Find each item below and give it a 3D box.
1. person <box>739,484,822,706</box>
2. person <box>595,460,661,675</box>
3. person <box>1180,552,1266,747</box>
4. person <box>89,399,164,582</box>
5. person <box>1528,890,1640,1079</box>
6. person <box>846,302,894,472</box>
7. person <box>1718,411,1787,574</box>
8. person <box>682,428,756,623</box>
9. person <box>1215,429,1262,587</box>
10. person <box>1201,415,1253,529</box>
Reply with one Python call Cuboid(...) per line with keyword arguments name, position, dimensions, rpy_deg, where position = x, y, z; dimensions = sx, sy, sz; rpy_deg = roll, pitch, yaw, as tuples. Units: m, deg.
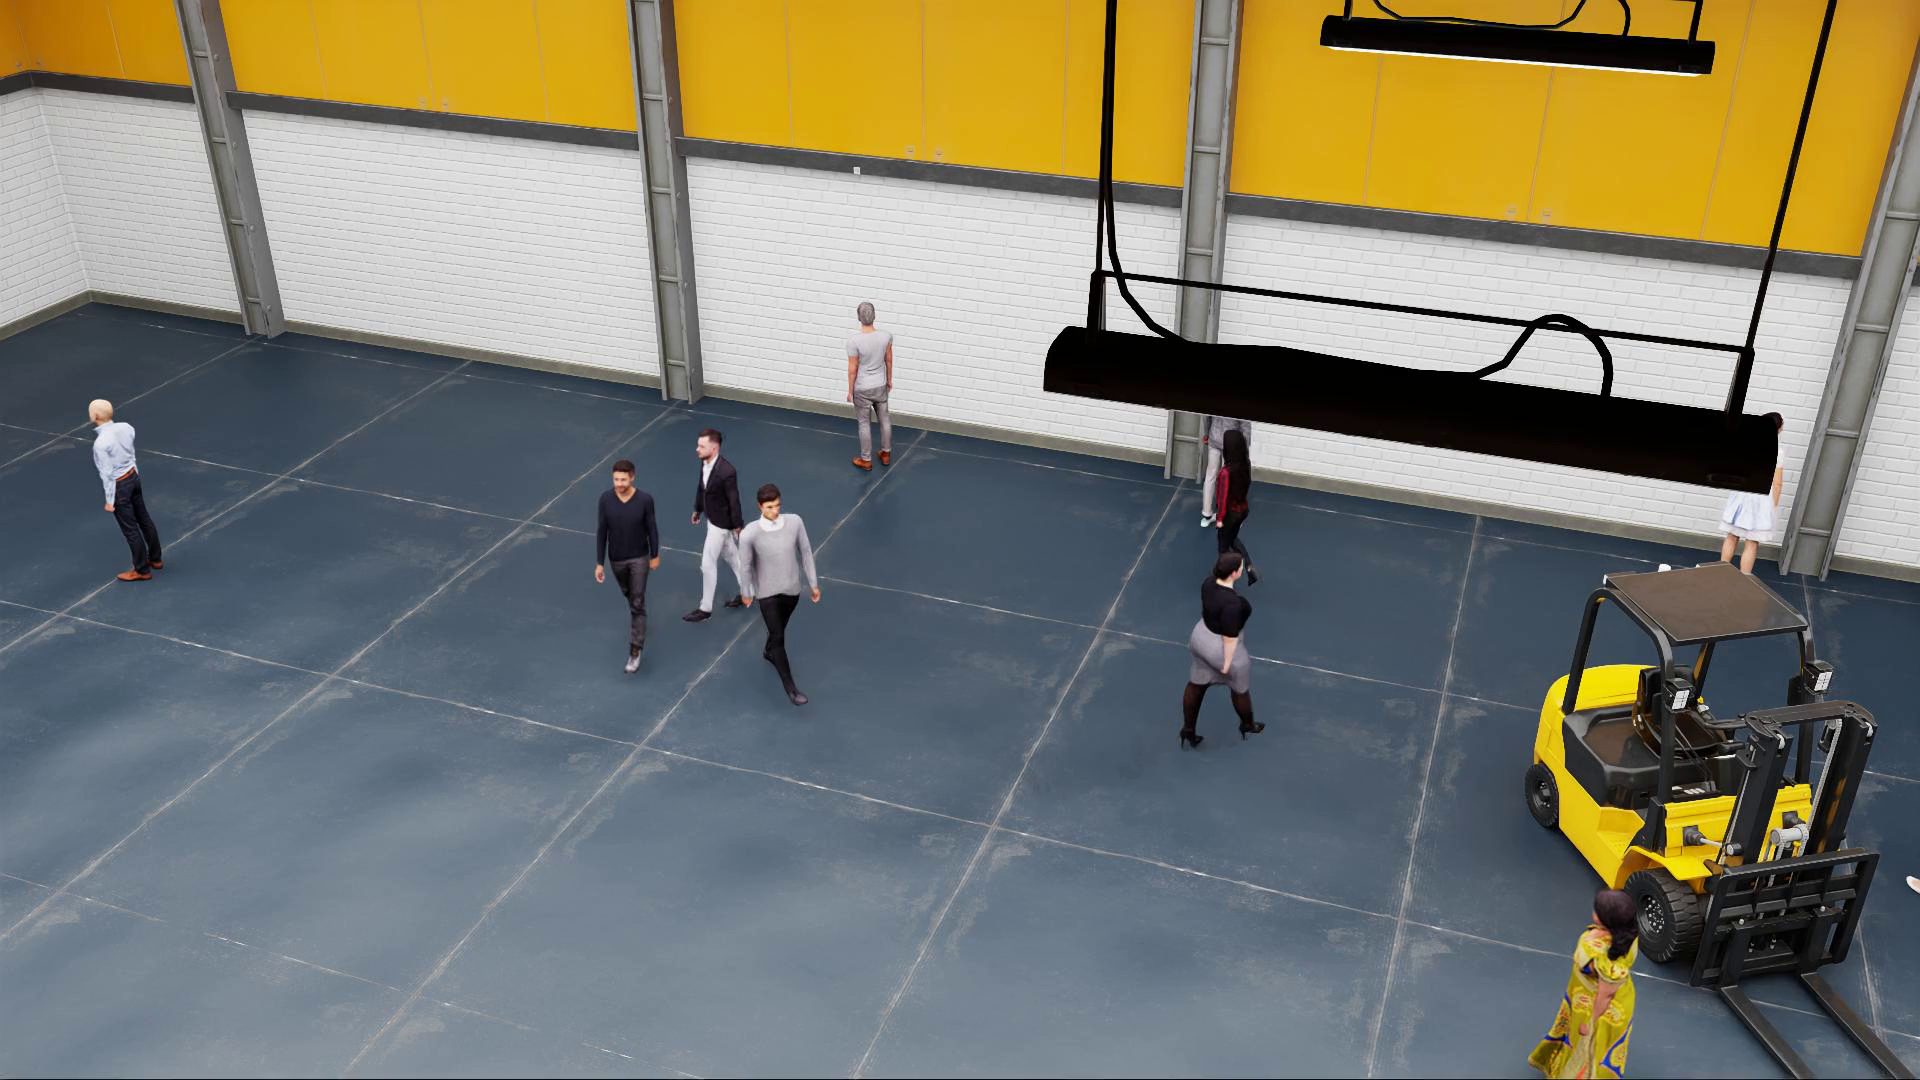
Cuboid(name="person", position=(-1.546, 0.370, 13.787), dimensions=(1.195, 1.859, 1.352), rpy_deg=(-18, 33, -29))
Cuboid(name="person", position=(-2.822, 0.128, 14.270), dimensions=(1.252, 1.821, 0.944), rpy_deg=(2, 29, 4))
Cuboid(name="person", position=(1.933, 0.890, 12.963), dimensions=(1.041, 1.735, 0.998), rpy_deg=(-15, 32, -25))
Cuboid(name="person", position=(-7.748, -0.473, 15.403), dimensions=(0.642, 1.791, 0.689), rpy_deg=(4, 29, 7))
Cuboid(name="person", position=(3.734, 2.705, 9.717), dimensions=(0.766, 1.657, 0.852), rpy_deg=(11, 31, 20))
Cuboid(name="person", position=(-0.932, -1.610, 17.449), dimensions=(0.768, 1.827, 0.804), rpy_deg=(-15, 32, -25))
Cuboid(name="person", position=(7.204, -0.327, 15.107), dimensions=(0.917, 1.819, 0.851), rpy_deg=(-16, 32, -26))
Cuboid(name="person", position=(-2.044, -0.182, 14.846), dimensions=(1.082, 1.814, 1.032), rpy_deg=(-13, 31, -22))
Cuboid(name="person", position=(2.552, -0.226, 15.108), dimensions=(0.812, 1.640, 0.712), rpy_deg=(20, 34, 32))
Cuboid(name="person", position=(2.578, -0.958, 16.246), dimensions=(0.828, 1.836, 0.662), rpy_deg=(-25, 37, -38))
